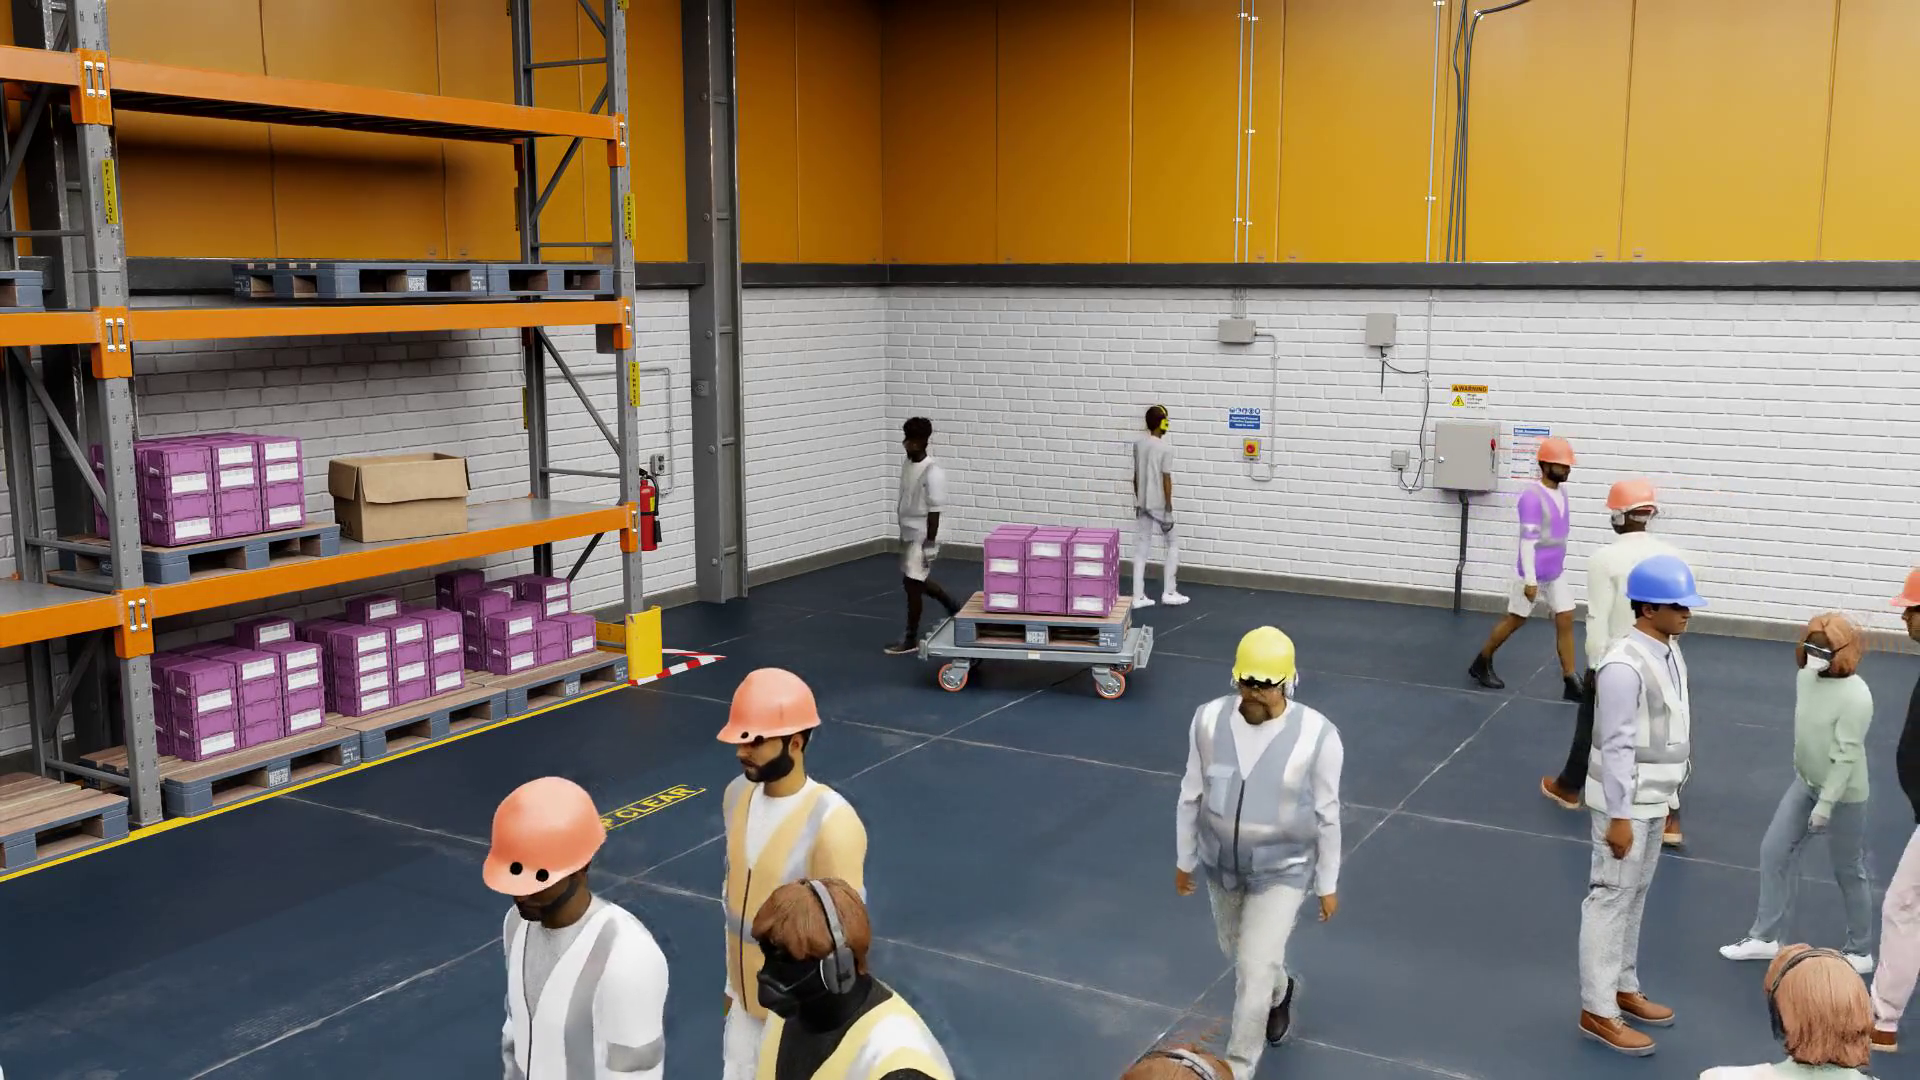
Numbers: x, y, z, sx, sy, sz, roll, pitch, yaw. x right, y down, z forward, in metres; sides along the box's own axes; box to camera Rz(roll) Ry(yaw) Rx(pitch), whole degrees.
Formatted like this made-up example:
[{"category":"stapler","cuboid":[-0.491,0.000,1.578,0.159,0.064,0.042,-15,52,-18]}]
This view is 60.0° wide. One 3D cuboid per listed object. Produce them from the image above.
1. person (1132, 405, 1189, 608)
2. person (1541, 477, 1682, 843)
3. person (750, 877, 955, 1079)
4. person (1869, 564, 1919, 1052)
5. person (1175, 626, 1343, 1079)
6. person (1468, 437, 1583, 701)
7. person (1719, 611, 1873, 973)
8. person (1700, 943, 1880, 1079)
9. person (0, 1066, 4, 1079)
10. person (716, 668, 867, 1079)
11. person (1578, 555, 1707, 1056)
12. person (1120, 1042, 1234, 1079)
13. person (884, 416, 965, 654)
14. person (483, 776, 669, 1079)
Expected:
[{"category":"person","cuboid":[1.836,-0.304,15.130,0.702,1.846,0.558,-8,12,-40]},{"category":"person","cuboid":[3.641,0.625,9.061,0.646,1.938,1.045,-3,9,-16]},{"category":"person","cuboid":[-0.307,1.591,3.453,0.934,1.798,0.641,-6,11,-35]},{"category":"person","cuboid":[3.873,1.047,6.367,0.917,1.963,0.623,4,10,25]},{"category":"person","cuboid":[1.119,1.163,6.169,0.613,1.795,0.876,6,11,32]},{"category":"person","cuboid":[4.121,0.192,11.906,0.562,1.895,0.991,-8,12,-40]},{"category":"person","cuboid":[3.649,1.095,7.137,0.701,1.602,0.513,-1,9,-6]},{"category":"person","cuboid":[1.834,1.661,3.654,0.519,1.579,0.871,2,9,15]},{"category":"person","cuboid":[-2.153,1.557,3.236,0.627,1.935,0.371,1,9,6]},{"category":"person","cuboid":[-0.458,1.298,4.909,0.671,1.920,0.550,-9,13,-43]},{"category":"person","cuboid":[2.680,1.016,6.564,0.402,1.949,0.605,7,12,39]},{"category":"person","cuboid":[0.360,1.687,2.879,0.628,1.799,0.973,8,12,42]},{"category":"person","cuboid":[-0.235,-0.041,13.268,0.701,1.927,0.650,-4,10,-22]},{"category":"person","cuboid":[-0.912,1.462,3.894,0.402,1.910,0.583,-8,12,-42]}]
